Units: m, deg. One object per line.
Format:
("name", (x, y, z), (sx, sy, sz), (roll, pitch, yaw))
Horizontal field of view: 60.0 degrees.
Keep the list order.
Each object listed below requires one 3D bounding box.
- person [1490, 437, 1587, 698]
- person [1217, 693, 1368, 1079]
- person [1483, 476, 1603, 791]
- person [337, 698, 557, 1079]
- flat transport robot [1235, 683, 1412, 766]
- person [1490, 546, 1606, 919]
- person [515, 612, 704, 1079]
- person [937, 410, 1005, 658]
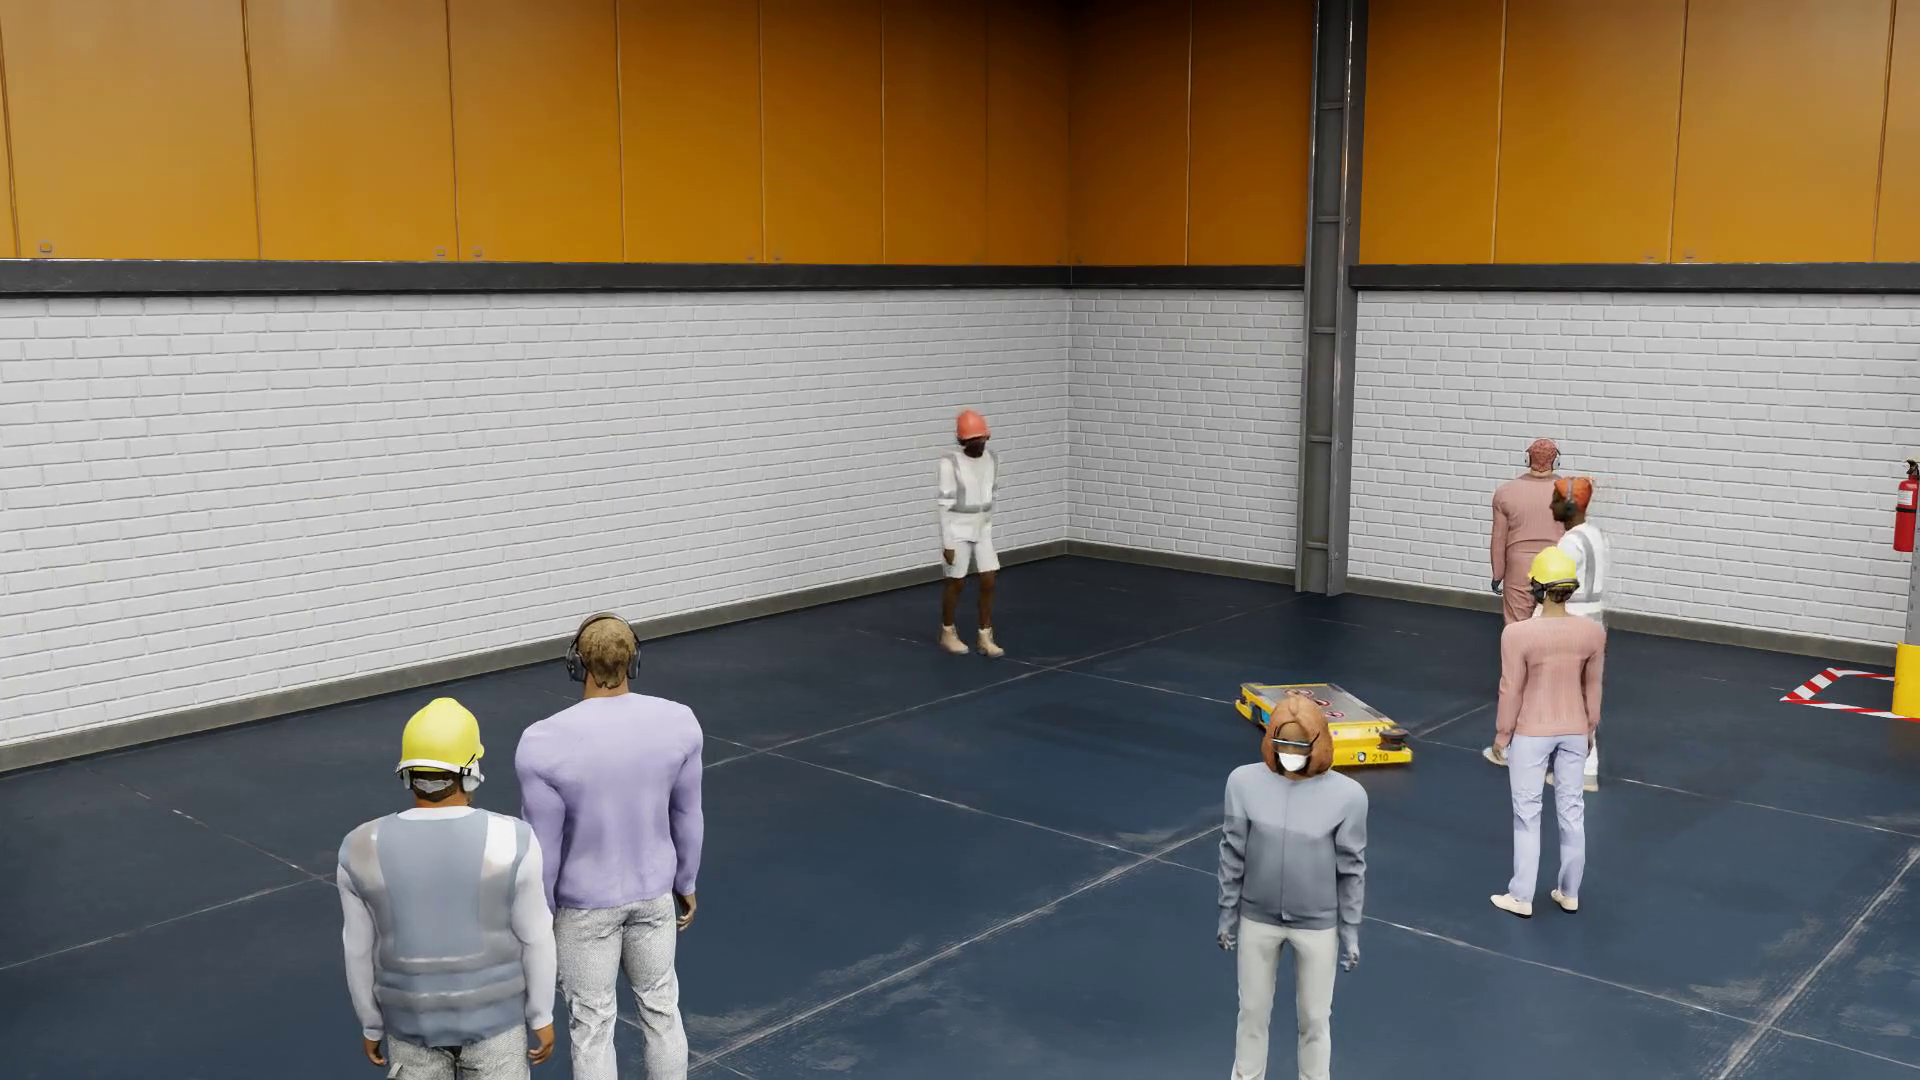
("person", (4.052, 0.233, 11.675), (0.641, 1.908, 0.407), (3, 10, 19))
("person", (1.126, 1.320, 5.700), (0.498, 1.633, 0.278), (3, 10, 18))
("person", (3.468, 0.546, 9.878), (0.789, 1.858, 0.587), (5, 10, 29))
("person", (-1.462, 1.359, 4.835), (0.589, 1.833, 0.404), (-1, 9, -5))
("flat transport robot", (2.344, 1.176, 10.868), (0.652, 0.197, 1.431), (-2, 9, -9))
("person", (2.770, 0.909, 7.862), (0.525, 1.772, 0.309), (-2, 9, -10))
("person", (-1.155, 1.193, 5.547), (0.631, 1.940, 0.372), (-6, 11, -32))
("person", (0.070, -0.042, 13.112), (0.624, 1.988, 0.817), (-6, 11, -33))
